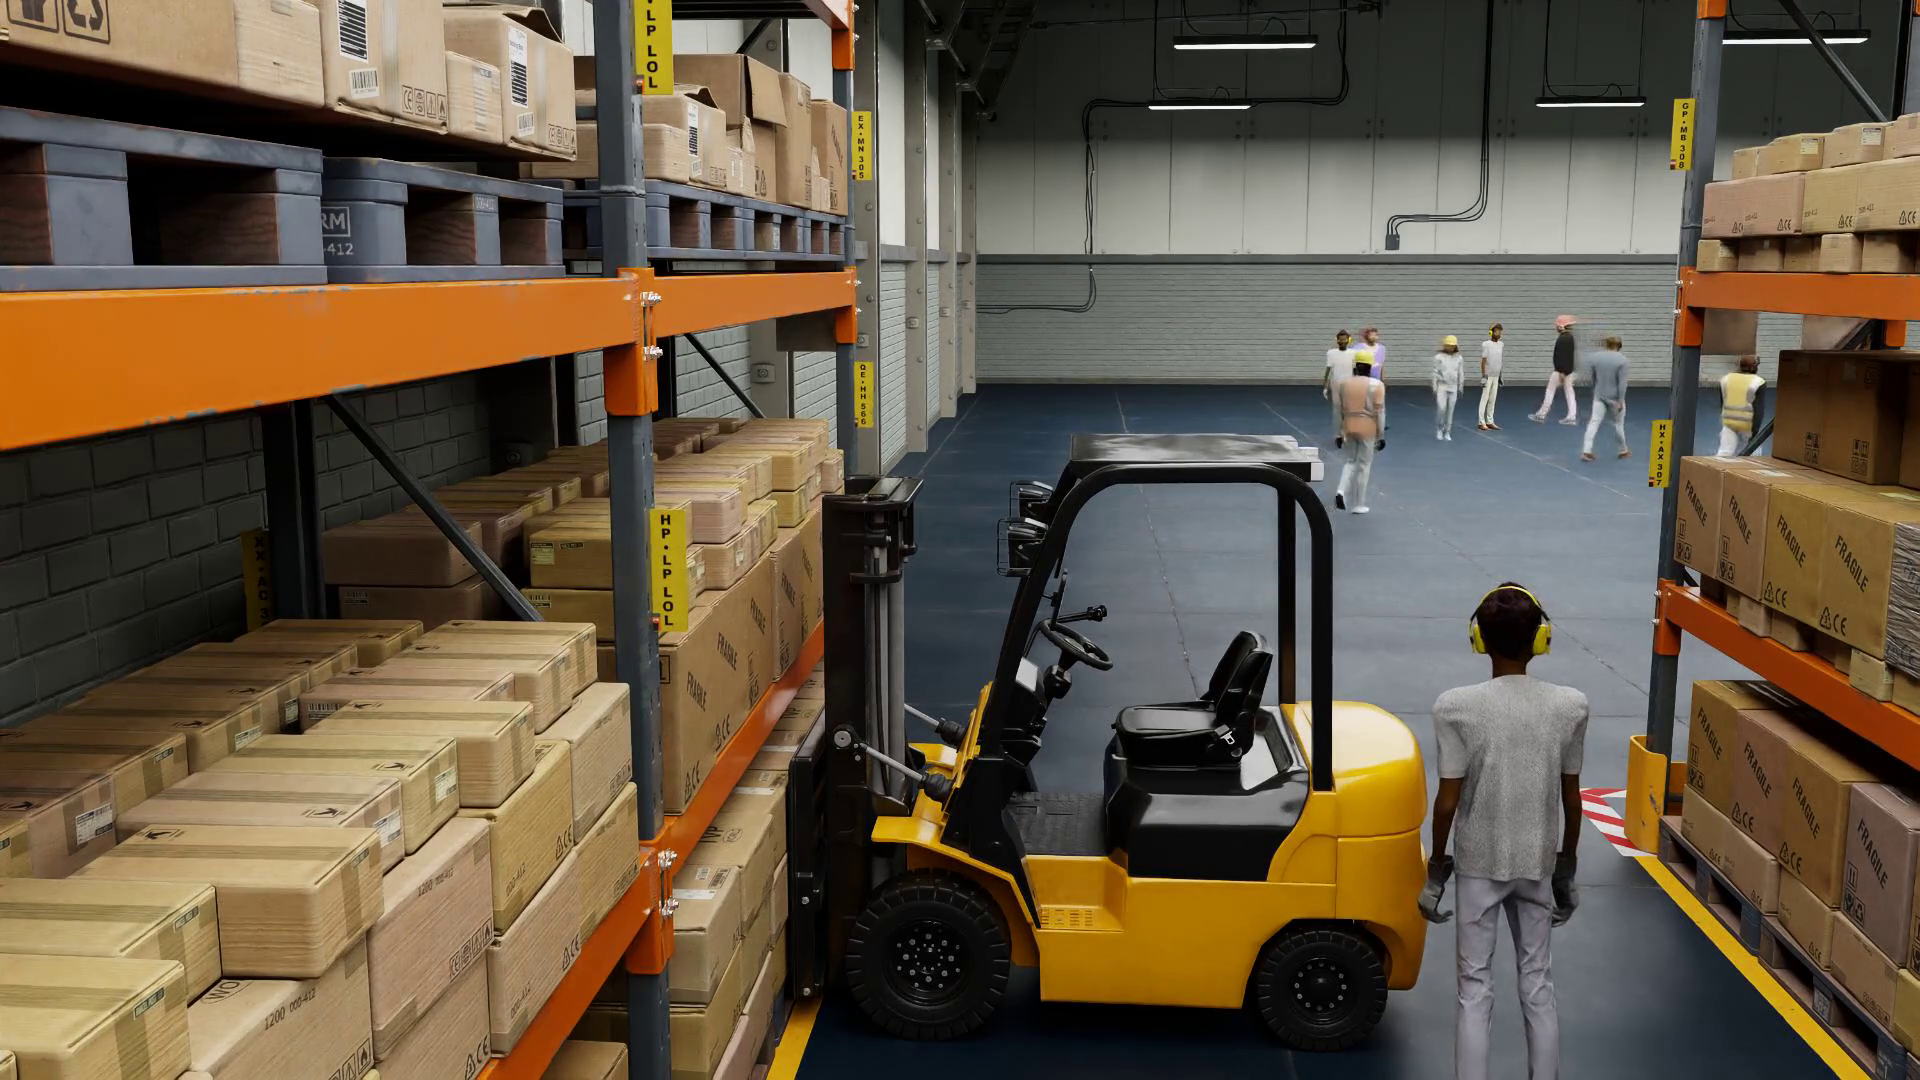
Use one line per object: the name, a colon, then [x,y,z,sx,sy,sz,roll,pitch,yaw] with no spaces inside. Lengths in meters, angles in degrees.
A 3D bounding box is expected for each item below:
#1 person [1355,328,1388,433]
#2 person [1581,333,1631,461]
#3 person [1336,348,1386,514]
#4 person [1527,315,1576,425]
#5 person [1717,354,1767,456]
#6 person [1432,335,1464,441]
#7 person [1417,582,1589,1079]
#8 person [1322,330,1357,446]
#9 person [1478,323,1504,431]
person: [7.013,-2.711,28.377,0.596,1.795,0.969,-1,9,-8]
person: [9.518,-2.089,24.406,1.065,1.890,0.637,-7,12,-38]
person: [4.609,-1.248,19.166,0.586,1.916,0.454,9,13,42]
person: [10.787,-3.077,30.113,0.943,1.956,0.650,9,13,44]
person: [9.654,-1.413,20.574,0.972,1.799,0.625,-7,12,-35]
person: [7.987,-2.477,27.160,0.506,1.727,0.453,-1,9,-4]
person: [1.725,1.064,5.328,0.515,1.866,0.333,0,9,-3]
person: [6.011,-2.391,26.331,0.524,1.836,0.850,3,10,16]
person: [9.285,-2.839,28.986,0.521,1.865,0.334,-6,11,-31]
